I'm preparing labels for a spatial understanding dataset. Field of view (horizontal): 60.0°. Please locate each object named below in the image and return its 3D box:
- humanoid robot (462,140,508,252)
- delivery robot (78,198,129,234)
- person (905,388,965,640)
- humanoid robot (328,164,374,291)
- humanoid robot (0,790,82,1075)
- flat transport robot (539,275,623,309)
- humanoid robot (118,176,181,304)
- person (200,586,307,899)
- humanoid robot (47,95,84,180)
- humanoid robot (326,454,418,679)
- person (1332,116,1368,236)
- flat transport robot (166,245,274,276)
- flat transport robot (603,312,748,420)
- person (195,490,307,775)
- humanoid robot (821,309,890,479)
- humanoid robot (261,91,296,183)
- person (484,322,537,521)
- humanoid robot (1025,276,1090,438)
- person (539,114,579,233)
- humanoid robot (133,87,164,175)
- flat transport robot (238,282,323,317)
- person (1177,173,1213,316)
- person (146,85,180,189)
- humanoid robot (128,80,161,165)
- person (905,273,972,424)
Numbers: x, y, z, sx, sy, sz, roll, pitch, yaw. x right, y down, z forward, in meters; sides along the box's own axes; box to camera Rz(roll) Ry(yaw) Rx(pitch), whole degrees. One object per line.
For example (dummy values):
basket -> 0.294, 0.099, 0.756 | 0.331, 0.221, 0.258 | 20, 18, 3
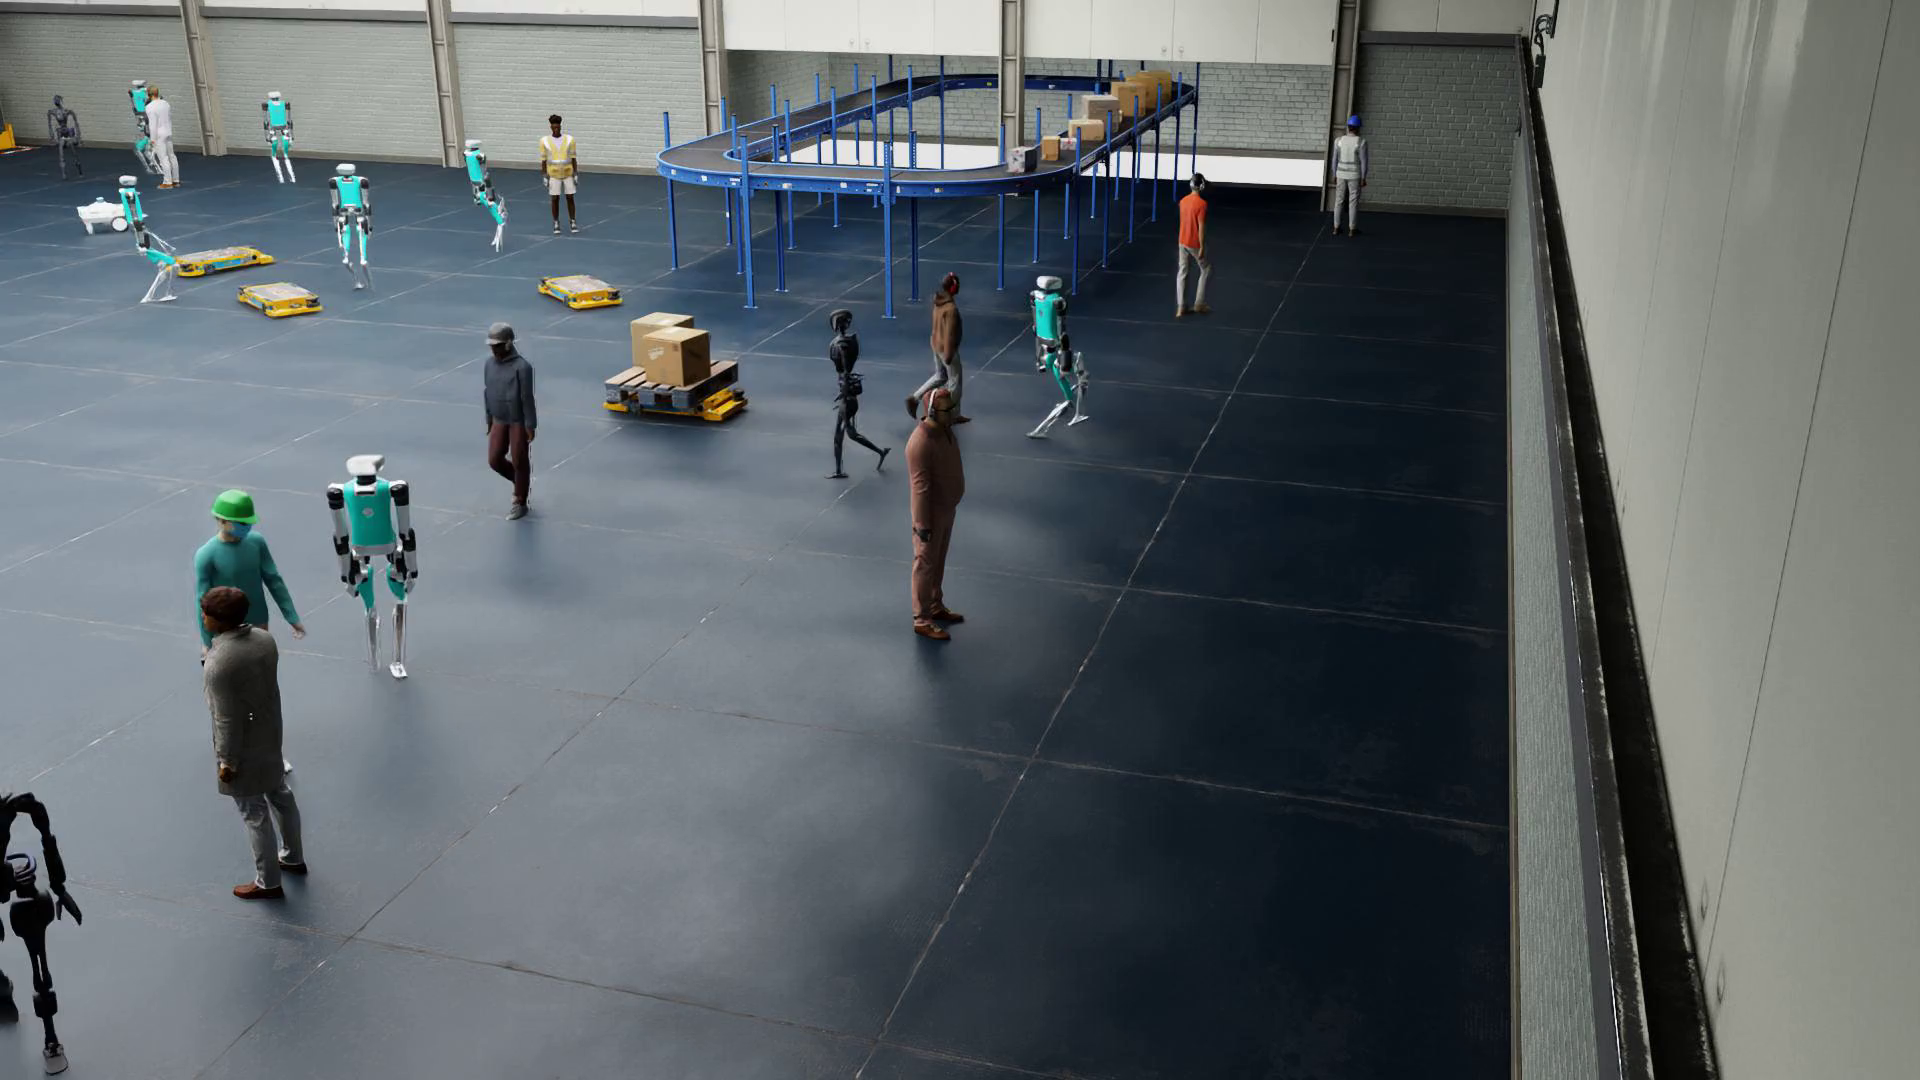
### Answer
humanoid robot -> -7.358, -5.408, 26.236 | 0.539, 1.828, 0.787 | 19, 28, 41
delivery robot -> -14.328, -5.428, 27.883 | 0.783, 0.611, 0.499 | -10, 23, -24
person -> -0.162, -0.213, 12.465 | 0.403, 1.902, 0.641 | 7, 22, 17
humanoid robot -> -8.579, -4.317, 23.462 | 0.536, 1.880, 0.713 | -4, 21, -9
humanoid robot -> -4.541, 1.692, 7.882 | 0.609, 1.640, 0.722 | -14, 25, -32
flat transport robot -> -5.294, -3.460, 23.151 | 0.659, 0.231, 1.431 | -14, 25, -32
humanoid robot -> -11.008, -4.107, 22.784 | 0.750, 1.778, 0.530 | -12, 24, -28
person -> -3.909, 1.106, 9.137 | 0.364, 1.832, 0.515 | 4, 22, 11
humanoid robot -> -17.693, -7.957, 32.931 | 0.599, 1.654, 0.721 | -5, 22, -12
humanoid robot -> -4.062, 0.207, 11.708 | 0.538, 1.839, 0.767 | -4, 22, -11
person -> 6.427, -6.000, 27.424 | 0.603, 1.937, 0.399 | 15, 25, 33
flat transport robot -> -11.194, -4.203, 25.079 | 0.659, 0.231, 1.431 | 15, 26, 34
flat transport robot -> -3.103, -1.537, 18.164 | 1.431, 0.231, 0.659 | 7, 22, 17
person -> -4.464, 0.565, 10.542 | 0.808, 1.832, 0.515 | 11, 23, 25
humanoid robot -> -1.012, -1.397, 15.873 | 0.659, 1.639, 0.609 | -2, 21, -6
humanoid robot -> -13.342, -7.849, 32.541 | 0.542, 1.834, 0.652 | -13, 25, -31
person -> -4.003, -1.071, 14.831 | 0.551, 1.799, 0.428 | 8, 22, 19
humanoid robot -> 1.114, -1.868, 17.037 | 1.036, 1.748, 0.548 | -13, 25, -31
person -> -6.633, -6.066, 27.579 | 0.597, 1.957, 0.393 | -8, 22, -19
humanoid robot -> -16.374, -8.194, 33.445 | 0.792, 1.814, 0.551 | 2, 21, 6
flat transport robot -> -9.294, -3.287, 22.704 | 0.659, 0.231, 1.431 | -17, 27, -37
person -> 3.145, -3.930, 22.114 | 0.648, 1.889, 0.493 | -18, 28, -39
person -> -15.319, -7.722, 31.888 | 0.370, 1.940, 0.627 | 4, 21, 9
humanoid robot -> -16.839, -8.685, 34.706 | 0.543, 1.827, 0.668 | 4, 21, 10
person -> -0.221, -1.991, 17.459 | 0.629, 1.631, 0.468 | -9, 23, -23
